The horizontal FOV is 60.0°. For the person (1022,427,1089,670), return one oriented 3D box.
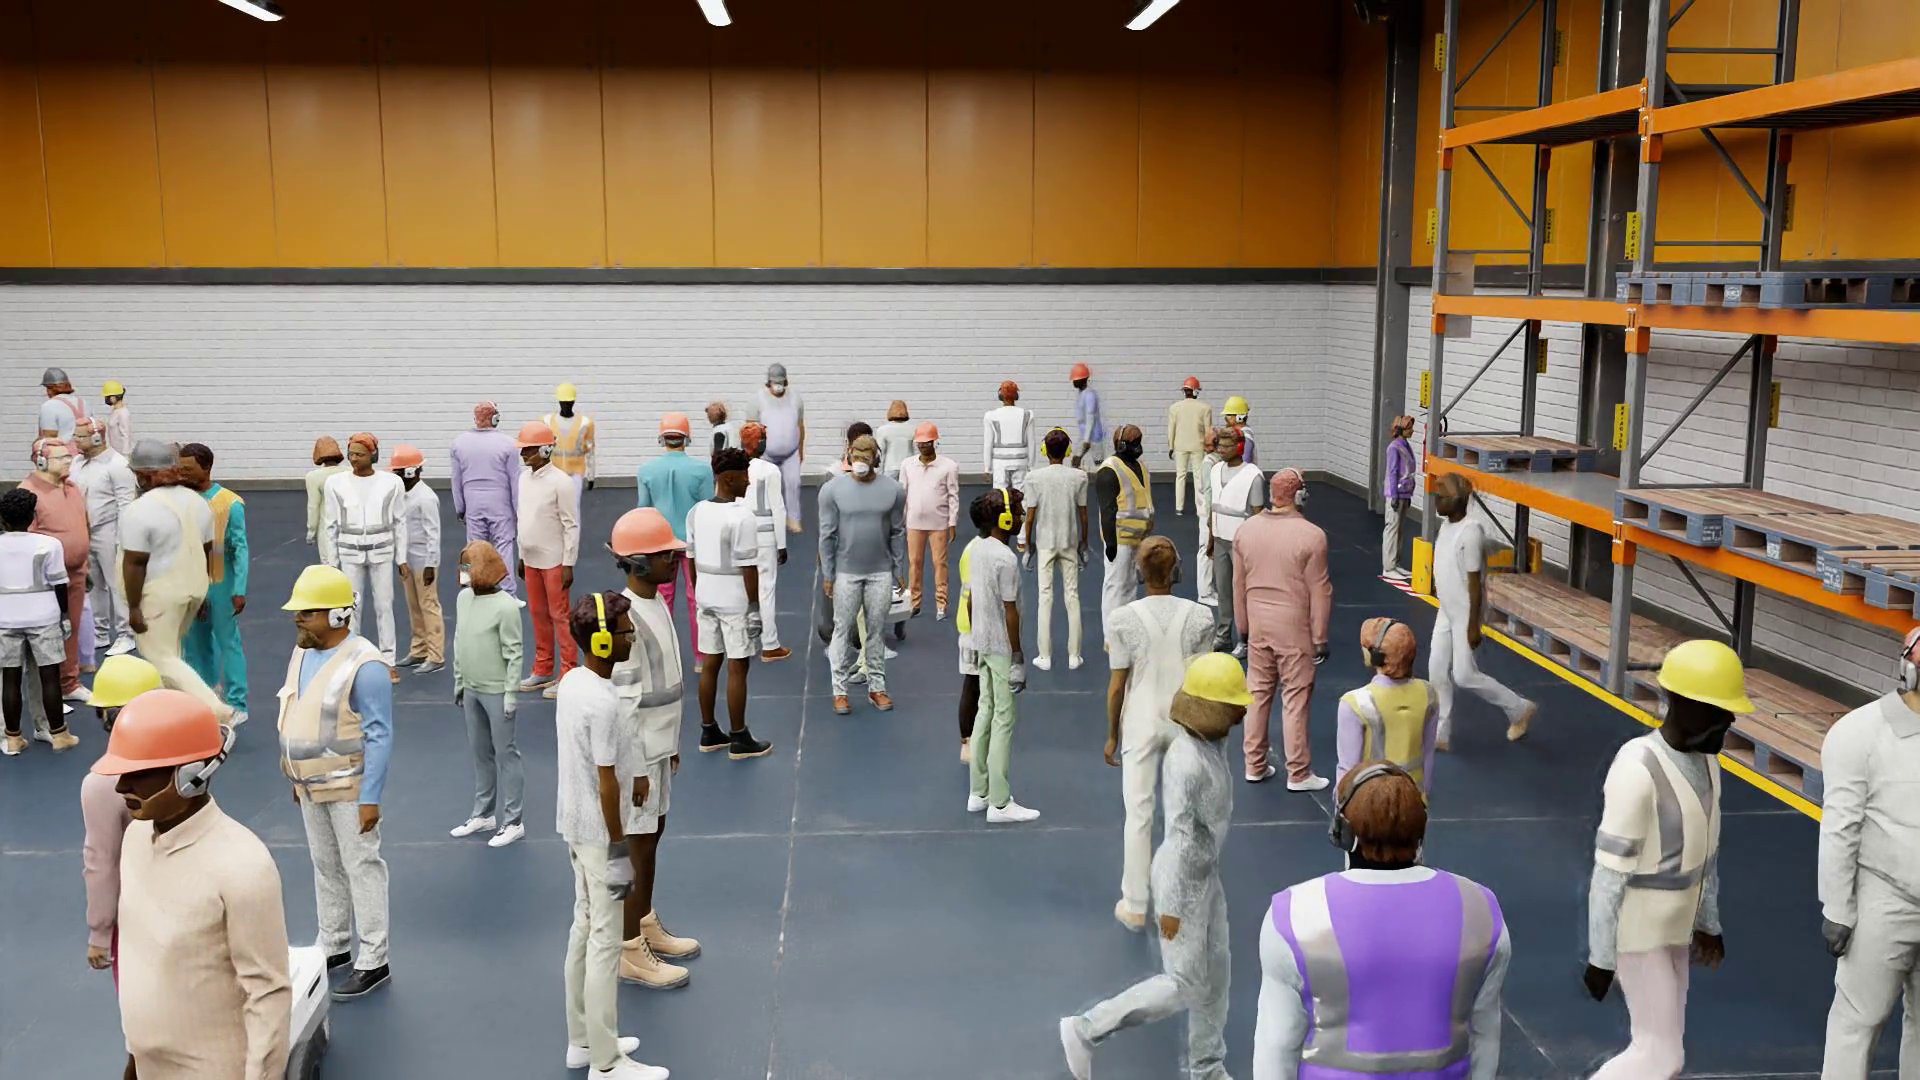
[{"bbox_3d":[0.734,0.067,12.771,0.521,1.873,0.334,0,9,-2],"label":"person"}]

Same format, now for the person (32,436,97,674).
[{"bbox_3d":[-6.750,0.133,12.478,0.359,1.837,0.505,4,10,24],"label":"person"}]

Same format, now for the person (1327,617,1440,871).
[{"bbox_3d":[1.740,1.126,6.837,0.514,1.642,0.309,-5,10,-28],"label":"person"}]

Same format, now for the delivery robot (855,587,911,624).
[{"bbox_3d":[-0.735,0.539,13.634,0.707,0.478,0.477,-9,13,-44],"label":"delivery robot"}]

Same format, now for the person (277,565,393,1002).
[{"bbox_3d":[-2.629,1.007,6.982,0.588,1.835,0.403,7,11,36],"label":"person"}]

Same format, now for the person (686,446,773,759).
[{"bbox_3d":[-1.460,0.390,10.456,0.609,1.960,0.371,8,12,42],"label":"person"}]

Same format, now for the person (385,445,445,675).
[{"bbox_3d":[-4.150,0.145,12.654,0.340,1.748,0.563,-8,12,-41],"label":"person"}]

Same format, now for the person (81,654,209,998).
[{"bbox_3d":[-2.763,1.254,5.676,0.348,1.756,0.518,2,9,15],"label":"person"}]

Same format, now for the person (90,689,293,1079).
[{"bbox_3d":[-1.972,1.354,4.297,0.622,1.994,0.381,6,11,33],"label":"person"}]

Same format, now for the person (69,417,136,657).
[{"bbox_3d":[-6.868,-0.027,13.258,0.639,1.907,0.409,4,10,23],"label":"person"}]

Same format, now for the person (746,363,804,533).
[{"bbox_3d":[-2.125,-1.072,19.387,0.703,2.000,0.739,-3,9,-17],"label":"person"}]

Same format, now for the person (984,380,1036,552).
[{"bbox_3d":[0.539,-0.798,18.162,0.575,1.885,0.355,-1,9,-8],"label":"person"}]

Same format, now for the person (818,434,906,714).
[{"bbox_3d":[-0.668,0.232,11.532,0.628,1.938,0.378,-3,10,-18],"label":"person"}]

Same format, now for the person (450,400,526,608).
[{"bbox_3d":[-4.231,-0.306,14.997,0.652,1.906,0.405,1,9,6],"label":"person"}]

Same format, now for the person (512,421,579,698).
[{"bbox_3d":[-2.988,0.138,11.937,0.623,1.992,0.397,8,12,40],"label":"person"}]

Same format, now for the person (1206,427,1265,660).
[{"bbox_3d":[2.173,0.023,13.132,0.377,1.840,0.569,-6,11,-31],"label":"person"}]

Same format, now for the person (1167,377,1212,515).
[{"bbox_3d":[2.902,-1.183,20.994,0.564,1.748,0.339,2,9,13],"label":"person"}]

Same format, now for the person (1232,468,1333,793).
[{"bbox_3d":[1.915,0.524,9.798,0.401,1.906,0.641,-9,12,-43],"label":"person"}]

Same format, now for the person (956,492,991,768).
[{"bbox_3d":[0.153,0.544,10.316,0.321,1.695,0.537,3,10,19],"label":"person"}]

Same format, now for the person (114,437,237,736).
[{"bbox_3d":[-5.063,0.316,10.677,0.931,2.000,0.688,2,9,12],"label":"person"}]

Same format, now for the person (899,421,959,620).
[{"bbox_3d":[-0.289,-0.168,14.611,0.567,1.751,0.329,2,9,14],"label":"person"}]

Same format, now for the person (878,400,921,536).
[{"bbox_3d":[-0.680,-0.766,18.765,0.501,1.627,0.288,-2,9,-10],"label":"person"}]

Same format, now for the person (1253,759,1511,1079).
[{"bbox_3d":[1.030,1.448,4.188,0.627,1.846,0.429,-1,9,-6],"label":"person"}]

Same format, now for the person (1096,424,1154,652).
[{"bbox_3d":[1.339,-0.009,13.343,0.429,1.843,0.625,6,11,32],"label":"person"}]

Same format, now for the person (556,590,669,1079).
[{"bbox_3d":[-1.335,1.109,6.230,0.335,1.873,0.519,-5,10,-28],"label":"person"}]

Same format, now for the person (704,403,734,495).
[{"bbox_3d":[-2.679,-0.761,18.780,0.331,1.609,0.658,0,9,-1],"label":"person"}]

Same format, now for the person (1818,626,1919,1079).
[{"bbox_3d":[3.154,1.212,5.471,0.641,1.908,0.407,0,9,-3],"label":"person"}]

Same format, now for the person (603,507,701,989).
[{"bbox_3d":[-1.330,0.876,7.138,0.366,2.048,0.606,0,9,2],"label":"person"}]

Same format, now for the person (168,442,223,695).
[{"bbox_3d":[-5.531,0.219,11.899,0.508,1.846,0.345,6,11,35],"label":"person"}]

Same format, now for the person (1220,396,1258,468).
[{"bbox_3d":[2.771,-0.526,16.660,0.404,1.824,0.586,0,9,3],"label":"person"}]

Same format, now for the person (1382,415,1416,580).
[{"bbox_3d":[4.386,-0.430,16.613,0.306,1.640,0.522,5,10,28],"label":"person"}]

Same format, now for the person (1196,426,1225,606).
[{"bbox_3d":[2.327,-0.222,15.300,0.309,1.642,0.513,3,9,17],"label":"person"}]

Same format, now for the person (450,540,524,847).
[{"bbox_3d":[-2.520,0.809,8.852,0.499,1.633,0.279,7,11,36],"label":"person"}]

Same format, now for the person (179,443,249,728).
[{"bbox_3d":[-5.034,0.302,11.146,0.597,1.918,0.383,3,9,17],"label":"person"}]

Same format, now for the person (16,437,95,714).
[{"bbox_3d":[-6.266,0.237,11.580,0.399,1.912,0.642,1,9,7],"label":"person"}]

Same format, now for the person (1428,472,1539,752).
[{"bbox_3d":[3.236,0.470,10.458,0.740,1.819,0.507,-1,9,-7],"label":"person"}]

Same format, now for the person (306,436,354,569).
[{"bbox_3d":[-5.469,-0.095,14.529,0.279,1.633,0.498,7,12,38],"label":"person"}]

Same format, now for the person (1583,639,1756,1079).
[{"bbox_3d":[2.246,1.236,5.328,0.473,1.901,0.614,8,12,43],"label":"person"}]

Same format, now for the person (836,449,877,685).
[{"bbox_3d":[-0.751,0.191,12.344,0.319,1.755,0.561,-1,9,-3],"label":"person"}]

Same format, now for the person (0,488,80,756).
[{"bbox_3d":[-5.882,0.517,10.487,0.537,1.695,0.320,-1,9,-9],"label":"person"}]

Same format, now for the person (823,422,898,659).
[{"bbox_3d":[-0.805,0.023,13.040,0.659,1.887,0.620,9,12,43],"label":"person"}]

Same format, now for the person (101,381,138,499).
[{"bbox_3d":[-10.109,-1.030,20.018,0.339,1.761,0.524,-7,12,-39],"label":"person"}]

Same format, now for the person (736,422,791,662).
[{"bbox_3d":[-1.604,0.016,13.053,0.573,1.883,0.353,5,10,27],"label":"person"}]

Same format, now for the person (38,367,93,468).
[{"bbox_3d":[-9.957,-0.934,18.523,0.564,2.000,0.706,2,9,10],"label":"person"}]

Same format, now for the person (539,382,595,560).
[{"bbox_3d":[-4.196,-0.757,17.852,0.588,1.899,0.801,0,9,-1],"label":"person"}]

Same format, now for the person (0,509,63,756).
[{"bbox_3d":[-5.966,0.531,10.585,0.315,1.638,0.514,6,11,31],"label":"person"}]

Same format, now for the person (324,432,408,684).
[{"bbox_3d":[-4.374,0.141,12.268,0.573,1.882,0.356,-3,10,-18],"label":"person"}]

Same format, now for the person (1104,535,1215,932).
[{"bbox_3d":[0.916,0.895,7.670,0.506,1.839,0.343,-1,9,-4],"label":"person"}]

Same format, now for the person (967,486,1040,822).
[{"bbox_3d":[0.225,0.628,9.254,0.312,1.869,0.538,-4,10,-25],"label":"person"}]

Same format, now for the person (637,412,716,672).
[{"bbox_3d":[-2.134,0.021,12.673,0.608,1.993,0.390,1,9,5],"label":"person"}]

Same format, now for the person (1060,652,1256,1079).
[{"bbox_3d":[0.750,1.226,6.009,0.647,1.716,0.497,3,10,18],"label":"person"}]
